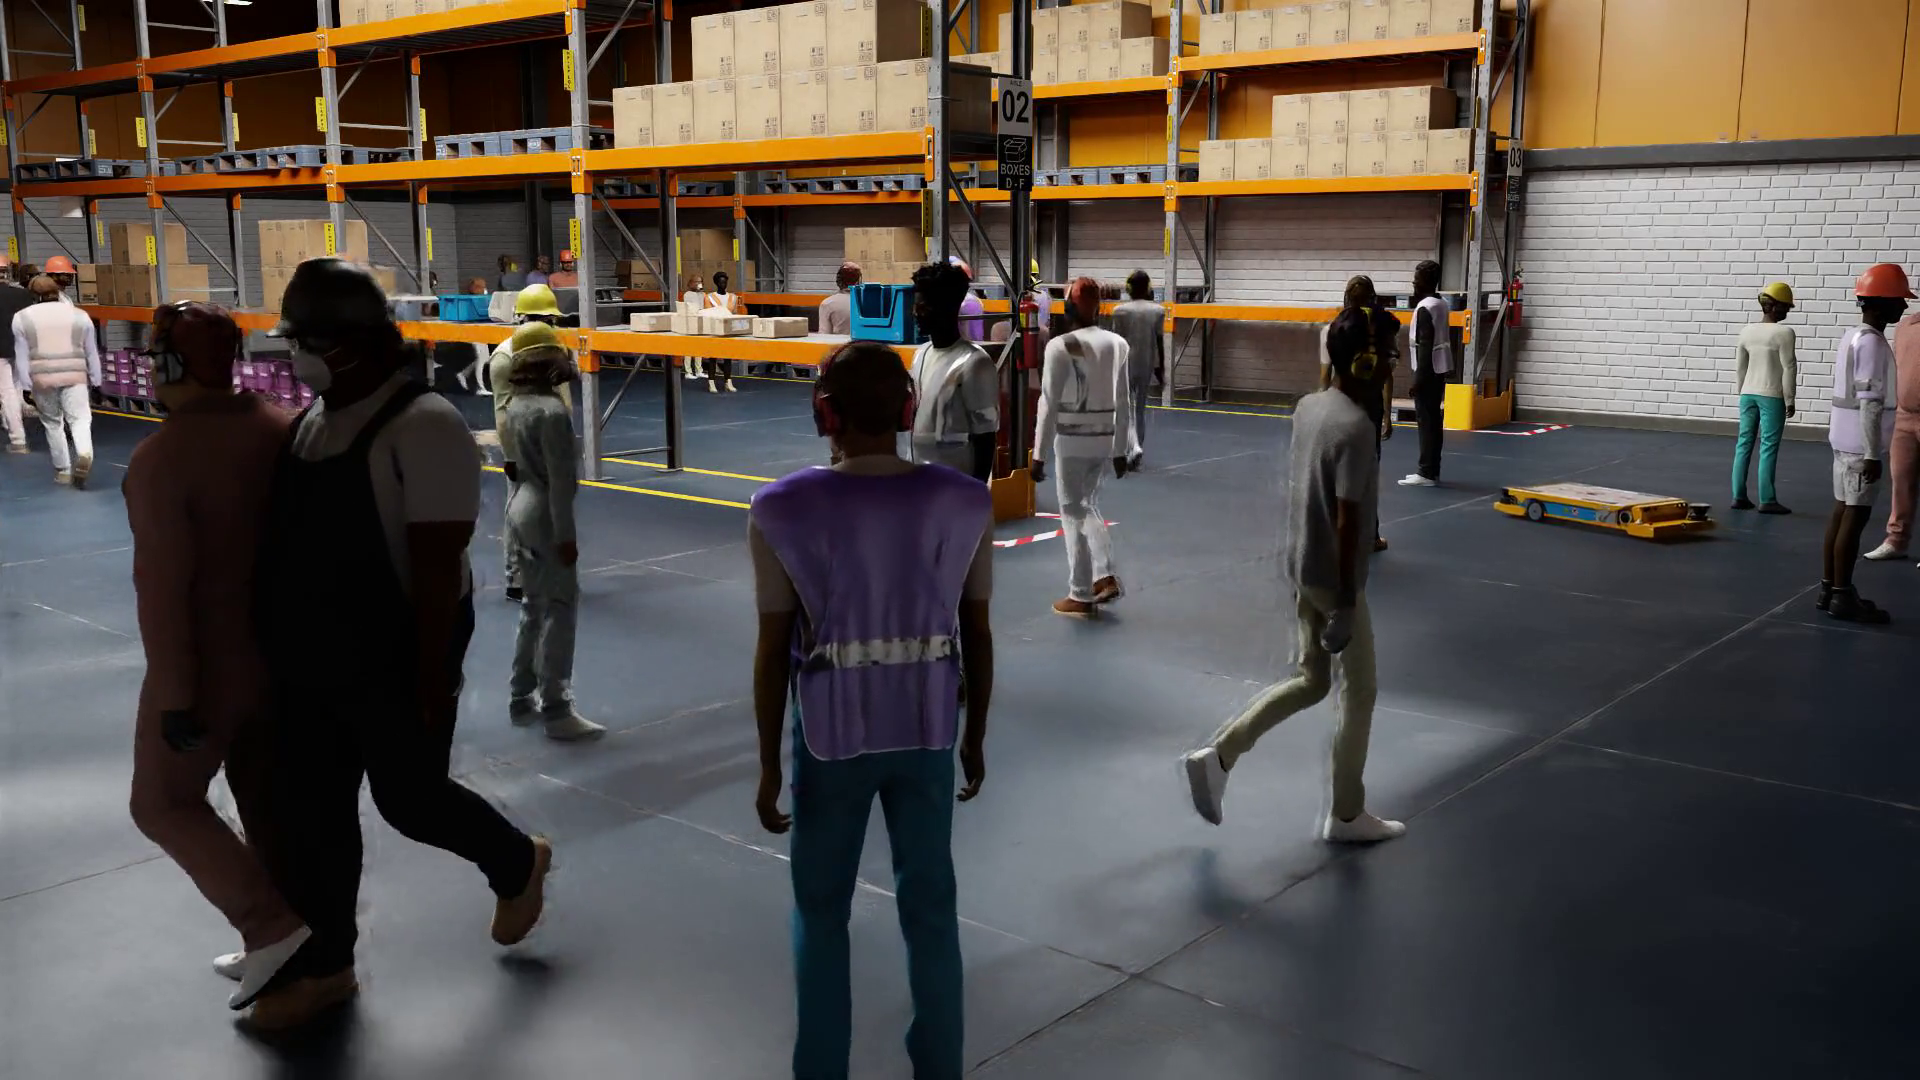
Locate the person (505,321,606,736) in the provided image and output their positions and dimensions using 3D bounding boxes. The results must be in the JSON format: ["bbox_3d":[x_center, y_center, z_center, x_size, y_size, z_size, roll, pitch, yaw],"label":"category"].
[{"bbox_3d":[-1.735,-0.034,6.898,0.335,1.717,0.552,-6,12,-30],"label":"person"}]

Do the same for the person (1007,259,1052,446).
[{"bbox_3d":[0.683,-1.874,16.774,0.364,1.928,0.586,8,13,37],"label":"person"}]

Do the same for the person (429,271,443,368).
[{"bbox_3d":[-8.973,-3.734,28.201,0.265,1.631,0.507,0,10,-2],"label":"person"}]

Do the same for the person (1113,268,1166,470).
[{"bbox_3d":[1.632,-1.575,15.316,0.544,1.846,0.811,-2,10,-10],"label":"person"}]

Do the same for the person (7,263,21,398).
[{"bbox_3d":[-12.690,-2.836,22.541,0.561,1.827,1.030,3,10,15],"label":"person"}]

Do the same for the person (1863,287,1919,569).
[{"bbox_3d":[6.125,-0.769,10.550,0.403,1.904,0.651,-4,11,-24],"label":"person"}]

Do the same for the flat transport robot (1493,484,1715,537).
[{"bbox_3d":[4.689,-0.239,12.177,0.652,0.197,1.431,-6,11,-29],"label":"flat transport robot"}]

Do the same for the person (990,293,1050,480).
[{"bbox_3d":[0.453,-1.220,13.594,0.533,1.732,0.785,-2,10,-13],"label":"person"}]

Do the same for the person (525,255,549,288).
[{"bbox_3d":[-7.127,-3.908,28.451,0.411,1.897,0.664,5,11,26],"label":"person"}]

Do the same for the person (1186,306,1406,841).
[{"bbox_3d":[1.168,0.142,5.549,0.706,1.839,0.534,-3,10,-16],"label":"person"}]

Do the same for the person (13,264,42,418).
[{"bbox_3d":[-11.120,-2.390,19.987,0.428,1.836,0.626,2,10,11],"label":"person"}]

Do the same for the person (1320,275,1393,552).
[{"bbox_3d":[2.645,-0.838,11.108,0.506,1.846,0.346,6,12,32],"label":"person"}]

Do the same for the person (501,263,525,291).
[{"bbox_3d":[-7.411,-3.836,28.350,0.723,1.796,0.612,1,10,3],"label":"person"}]

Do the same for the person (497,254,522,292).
[{"bbox_3d":[-7.237,-3.616,26.704,0.430,1.924,0.637,2,10,9],"label":"person"}]

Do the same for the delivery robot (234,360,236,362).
[{"bbox_3d":[-10.326,-2.390,23.352,0.707,0.478,0.477,9,13,42],"label":"delivery robot"}]

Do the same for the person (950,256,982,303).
[{"bbox_3d":[-0.063,-1.592,15.100,0.605,1.951,0.382,-8,13,-38],"label":"person"}]

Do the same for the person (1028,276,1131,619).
[{"bbox_3d":[0.641,-0.495,9.088,0.584,1.873,0.416,-10,14,-44],"label":"person"}]

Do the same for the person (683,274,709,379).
[{"bbox_3d":[-4.105,-3.315,25.850,0.284,1.625,0.492,6,12,32],"label":"person"}]

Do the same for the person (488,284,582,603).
[{"bbox_3d":[-2.420,-0.549,9.546,0.404,1.823,0.589,4,11,24],"label":"person"}]

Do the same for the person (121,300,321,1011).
[{"bbox_3d":[-1.946,0.318,4.410,0.443,1.893,0.649,3,10,18],"label":"person"}]

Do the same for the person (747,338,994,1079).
[{"bbox_3d":[-0.188,0.468,3.755,0.566,1.829,0.404,-3,10,-17],"label":"person"}]

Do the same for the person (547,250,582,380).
[{"bbox_3d":[-6.015,-3.441,25.505,0.608,1.995,0.377,-7,12,-36],"label":"person"}]

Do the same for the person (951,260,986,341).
[{"bbox_3d":[0.009,-1.446,14.368,0.424,1.922,0.556,6,12,31],"label":"person"}]

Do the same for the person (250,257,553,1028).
[{"bbox_3d":[-1.526,0.233,4.453,0.686,2.000,0.785,6,12,30],"label":"person"}]

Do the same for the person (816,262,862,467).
[{"bbox_3d":[-0.989,-1.515,14.830,0.647,1.900,0.403,-6,12,-30],"label":"person"}]

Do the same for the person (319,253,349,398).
[{"bbox_3d":[-5.492,-1.570,14.933,1.103,1.982,0.597,7,12,37],"label":"person"}]

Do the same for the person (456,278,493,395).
[{"bbox_3d":[-6.711,-2.802,22.942,0.489,1.614,0.525,1,10,4],"label":"person"}]

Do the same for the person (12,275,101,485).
[{"bbox_3d":[-7.621,-1.337,14.081,0.639,1.807,0.817,-6,12,-32],"label":"person"}]

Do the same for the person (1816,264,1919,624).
[{"bbox_3d":[4.935,-0.523,9.053,0.356,1.937,0.552,3,10,17],"label":"person"}]

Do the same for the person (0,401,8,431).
[{"bbox_3d":[-10.586,-2.002,18.343,0.424,1.623,0.531,8,13,40],"label":"person"}]

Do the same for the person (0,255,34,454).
[{"bbox_3d":[-9.524,-1.845,16.469,0.777,1.966,0.654,6,12,31],"label":"person"}]

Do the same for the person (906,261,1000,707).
[{"bbox_3d":[-0.054,-0.242,7.370,0.371,1.966,0.608,-6,12,-30],"label":"person"}]

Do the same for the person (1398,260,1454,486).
[{"bbox_3d":[3.994,-1.415,14.184,0.391,1.920,0.587,5,11,29],"label":"person"}]

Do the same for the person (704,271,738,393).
[{"bbox_3d":[-3.338,-2.905,23.298,0.535,1.697,0.322,-6,12,-32],"label":"person"}]

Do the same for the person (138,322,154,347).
[{"bbox_3d":[-11.724,-3.129,24.018,1.005,1.885,0.658,-2,10,-13],"label":"person"}]

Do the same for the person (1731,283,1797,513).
[{"bbox_3d":[6.191,-1.084,12.762,0.328,1.760,0.524,-4,11,-22],"label":"person"}]

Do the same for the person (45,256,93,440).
[{"bbox_3d":[-9.466,-2.024,17.601,0.358,1.938,0.542,-3,10,-15],"label":"person"}]
